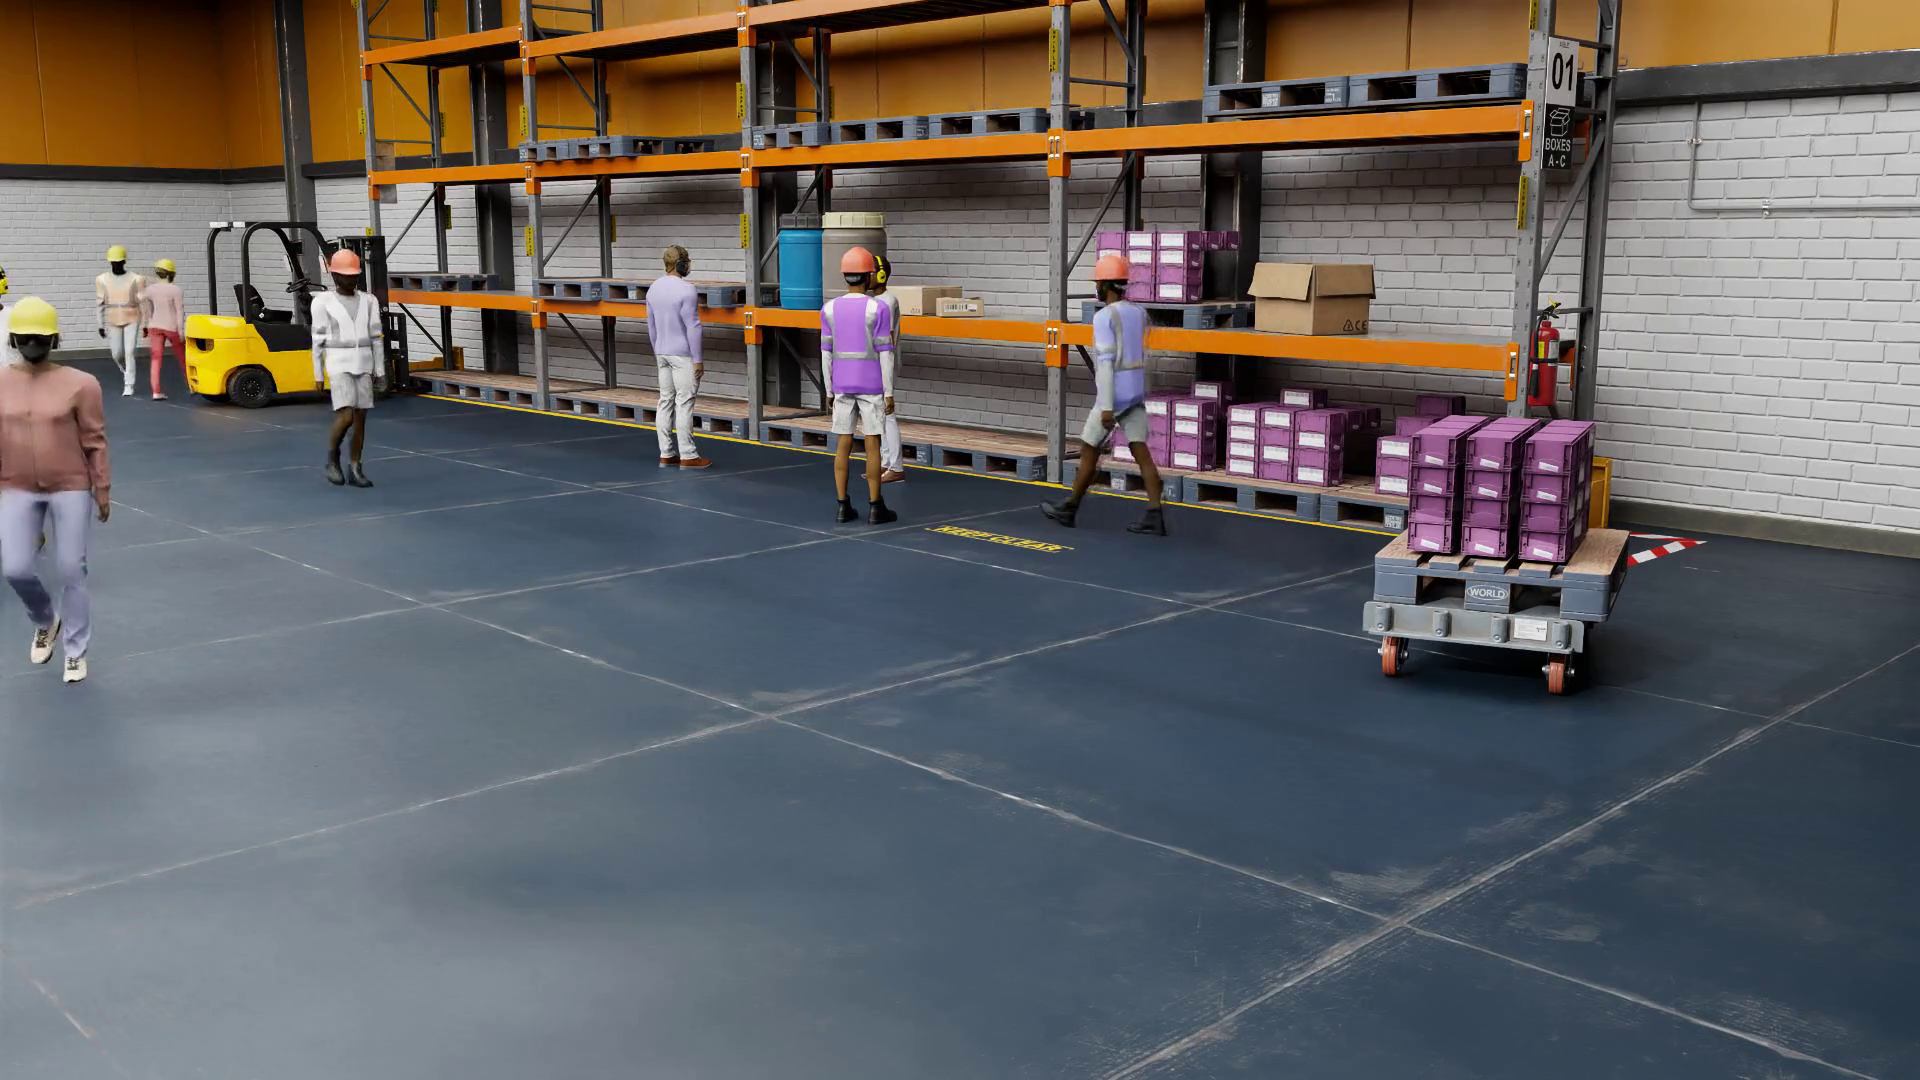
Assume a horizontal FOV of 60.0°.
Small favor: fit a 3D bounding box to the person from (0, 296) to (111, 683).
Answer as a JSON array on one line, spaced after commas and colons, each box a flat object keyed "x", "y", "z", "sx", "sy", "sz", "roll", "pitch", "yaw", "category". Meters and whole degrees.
[{"x": -4.130, "y": -0.223, "z": 7.529, "sx": 0.538, "sy": 1.751, "sz": 0.402, "roll": -4, "pitch": 11, "yaw": -19, "category": "person"}]

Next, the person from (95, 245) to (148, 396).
[{"x": -10.660, "y": -2.797, "z": 21.213, "sx": 0.594, "sy": 1.898, "sz": 0.713, "roll": -2, "pitch": 11, "yaw": -11, "category": "person"}]

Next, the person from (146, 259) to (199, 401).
[{"x": -9.773, "y": -2.605, "z": 20.623, "sx": 0.537, "sy": 1.711, "sz": 0.931, "roll": 2, "pitch": 11, "yaw": 9, "category": "person"}]

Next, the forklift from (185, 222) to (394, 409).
[{"x": -8.169, "y": -2.758, "z": 20.163, "sx": 2.313, "sy": 2.155, "sz": 1.214, "roll": -10, "pitch": 14, "yaw": -44, "category": "forklift"}]

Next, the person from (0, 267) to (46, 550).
[{"x": -6.129, "y": -0.850, "z": 10.645, "sx": 0.516, "sy": 1.871, "sz": 0.325, "roll": -1, "pitch": 10, "yaw": -3, "category": "person"}]

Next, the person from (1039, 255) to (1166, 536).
[{"x": 1.025, "y": -0.987, "z": 11.353, "sx": 0.992, "sy": 1.879, "sz": 0.568, "roll": 9, "pitch": 14, "yaw": 40, "category": "person"}]

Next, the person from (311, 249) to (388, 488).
[{"x": -4.867, "y": -1.358, "z": 13.308, "sx": 0.410, "sy": 1.917, "sz": 0.540, "roll": 9, "pitch": 14, "yaw": 42, "category": "person"}]

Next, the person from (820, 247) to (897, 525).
[{"x": -0.703, "y": -1.075, "z": 11.677, "sx": 0.543, "sy": 1.942, "sz": 0.354, "roll": 4, "pitch": 11, "yaw": 21, "category": "person"}]

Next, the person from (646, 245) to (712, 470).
[{"x": -2.444, "y": -1.577, "z": 14.424, "sx": 0.632, "sy": 1.940, "sz": 0.372, "roll": 9, "pitch": 14, "yaw": 40, "category": "person"}]

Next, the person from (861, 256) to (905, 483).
[{"x": -0.642, "y": -1.398, "z": 13.679, "sx": 0.320, "sy": 1.860, "sz": 0.504, "roll": -3, "pitch": 11, "yaw": -15, "category": "person"}]
